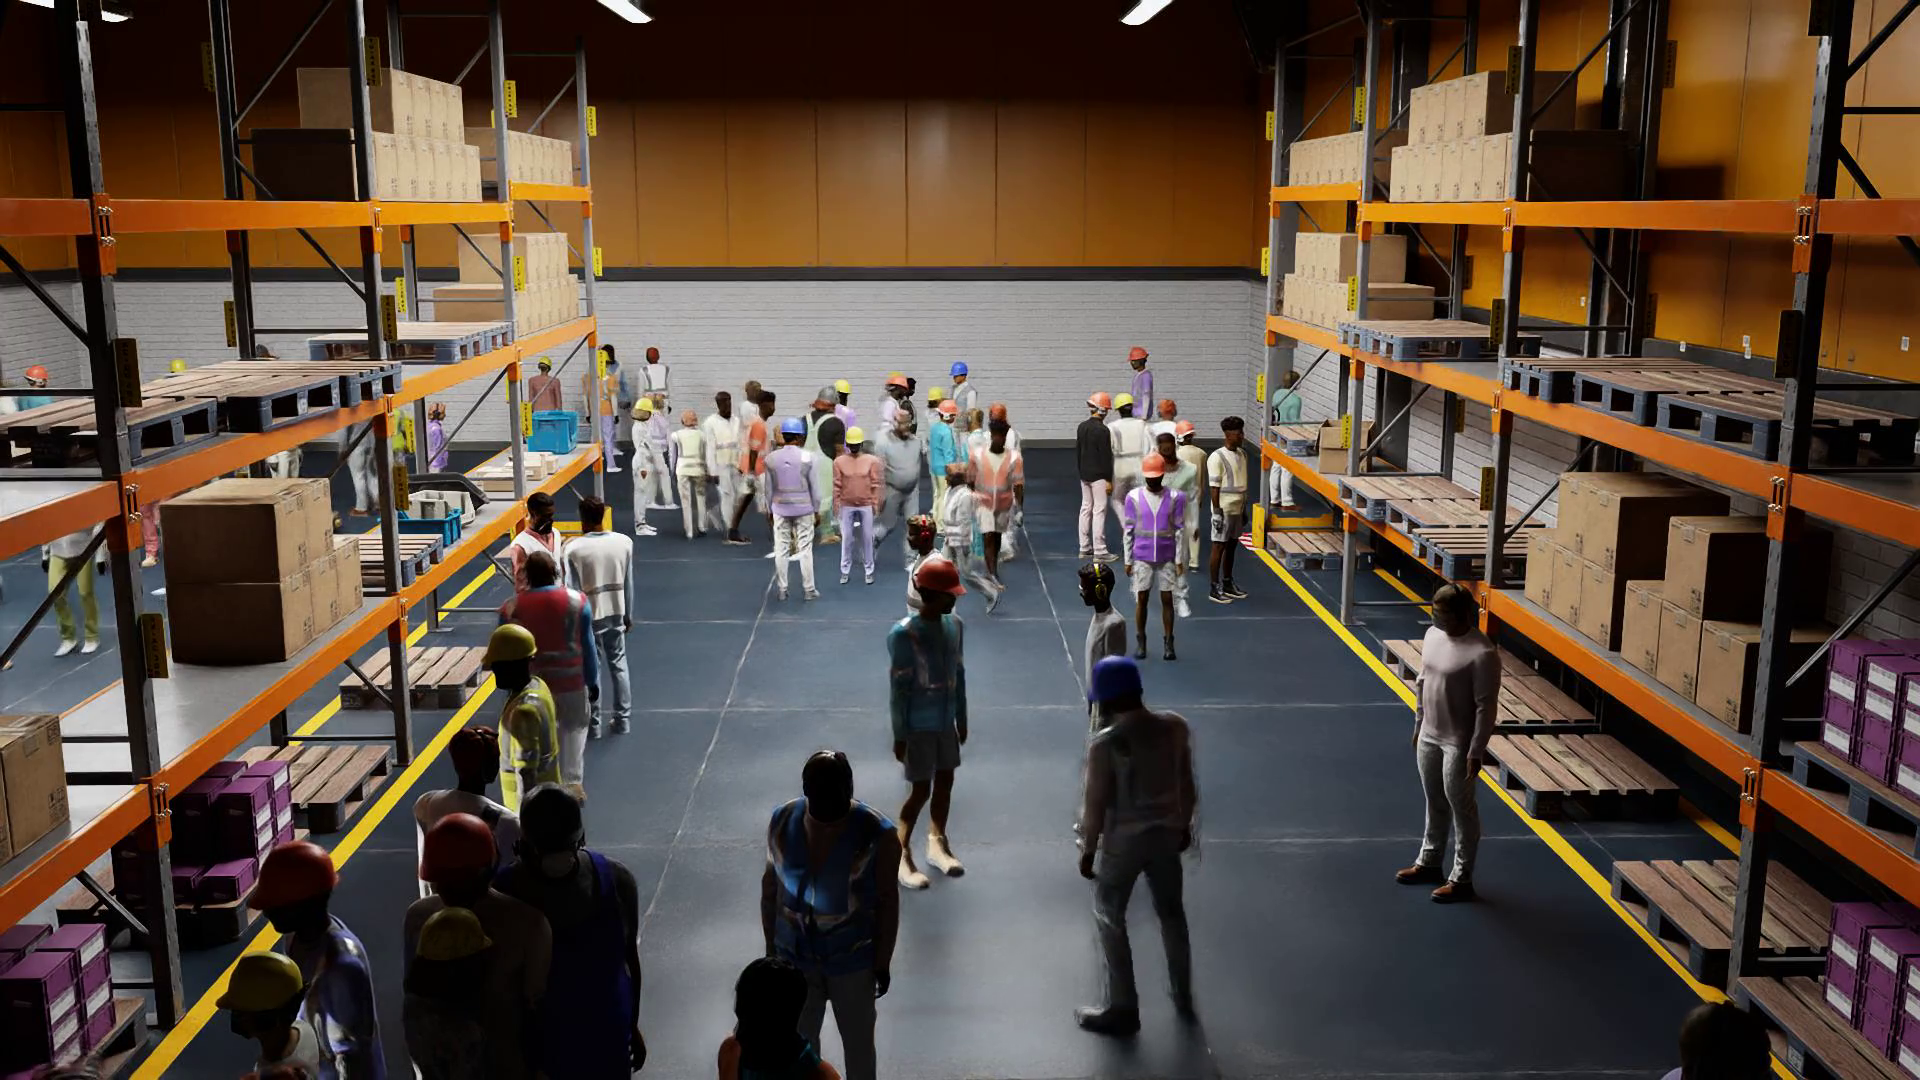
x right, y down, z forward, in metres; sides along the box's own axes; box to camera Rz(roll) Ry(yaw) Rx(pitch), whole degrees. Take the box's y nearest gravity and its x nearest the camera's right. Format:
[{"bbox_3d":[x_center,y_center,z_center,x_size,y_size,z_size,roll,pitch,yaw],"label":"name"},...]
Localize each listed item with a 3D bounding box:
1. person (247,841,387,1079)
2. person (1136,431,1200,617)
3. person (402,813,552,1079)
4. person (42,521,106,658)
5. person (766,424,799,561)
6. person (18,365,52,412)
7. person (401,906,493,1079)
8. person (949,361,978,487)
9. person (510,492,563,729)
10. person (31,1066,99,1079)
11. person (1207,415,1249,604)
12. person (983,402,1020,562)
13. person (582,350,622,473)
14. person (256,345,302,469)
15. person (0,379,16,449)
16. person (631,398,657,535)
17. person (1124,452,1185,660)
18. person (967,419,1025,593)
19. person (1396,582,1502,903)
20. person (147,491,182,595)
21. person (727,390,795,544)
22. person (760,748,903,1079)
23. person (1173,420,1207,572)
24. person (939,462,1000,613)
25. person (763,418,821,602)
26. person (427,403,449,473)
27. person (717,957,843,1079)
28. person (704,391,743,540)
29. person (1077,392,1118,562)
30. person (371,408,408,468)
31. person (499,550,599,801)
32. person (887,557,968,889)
[{"bbox_3d":[-2.279,1.988,5.984,0.425,1.924,0.558,-8,14,-36],"label":"person"},{"bbox_3d":[2.137,-0.197,17.054,0.651,1.878,0.776,0,11,0],"label":"person"},{"bbox_3d":[-1.760,1.935,6.080,0.618,1.986,0.408,3,12,14],"label":"person"},{"bbox_3d":[-8.184,0.134,15.295,0.627,1.901,0.555,-1,11,-4],"label":"person"},{"bbox_3d":[-2.054,-0.555,19.482,0.416,1.613,0.546,-5,12,-24],"label":"person"},{"bbox_3d":[-12.510,-1.378,22.654,0.614,1.993,0.395,6,13,26],"label":"person"},{"bbox_3d":[-1.747,2.114,5.813,0.322,1.737,0.487,-9,14,-37],"label":"person"},{"bbox_3d":[0.020,-1.603,23.933,0.416,1.939,0.605,-7,13,-30],"label":"person"},{"bbox_3d":[-3.328,0.556,13.194,0.408,1.907,0.598,3,12,16],"label":"person"},{"bbox_3d":[-2.448,2.290,4.557,0.687,1.877,0.531,-3,12,-16],"label":"person"},{"bbox_3d":[2.832,-0.330,17.474,0.367,1.967,0.607,9,15,39],"label":"person"},{"bbox_3d":[0.460,-0.677,19.498,0.597,1.888,0.599,-9,14,-38],"label":"person"},{"bbox_3d":[-5.597,-2.006,25.998,0.585,1.920,0.382,4,12,19],"label":"person"},{"bbox_3d":[-10.981,-2.191,26.620,0.710,2.000,1.072,6,13,29],"label":"person"},{"bbox_3d":[-12.704,-1.215,22.030,0.459,1.926,0.677,-10,15,-42],"label":"person"},{"bbox_3d":[-4.000,-0.933,21.083,0.313,1.735,0.483,-2,11,-9],"label":"person"},{"bbox_3d":[1.769,0.149,15.189,0.548,1.925,0.389,1,11,5],"label":"person"},{"bbox_3d":[0.382,-0.394,18.034,0.612,1.877,1.089,-1,11,-6],"label":"person"},{"bbox_3d":[2.925,1.193,9.925,0.370,1.934,0.627,-5,12,-22],"label":"person"},{"bbox_3d":[-8.383,-0.309,17.574,0.442,1.900,0.683,-5,12,-23],"label":"person"},{"bbox_3d":[-2.399,-0.874,20.346,1.025,1.903,0.621,-2,11,-10],"label":"person"},{"bbox_3d":[-0.570,1.786,7.182,0.626,1.842,0.429,3,12,13],"label":"person"},{"bbox_3d":[2.526,-0.483,18.810,0.570,1.741,0.352,-9,14,-38],"label":"person"},{"bbox_3d":[0.043,0.003,16.672,0.694,1.619,0.516,-6,13,-29],"label":"person"},{"bbox_3d":[-1.750,-0.312,17.454,0.602,1.938,0.401,1,11,7],"label":"person"},{"bbox_3d":[-6.749,-0.963,21.498,0.319,1.631,0.524,-5,12,-25],"label":"person"},{"bbox_3d":[-0.541,2.165,5.084,0.593,1.920,0.391,11,15,43],"label":"person"},{"bbox_3d":[-2.953,-0.918,20.644,0.601,1.885,0.613,7,13,31],"label":"person"},{"bbox_3d":[1.604,-0.738,19.470,0.390,1.986,0.609,-7,13,-30],"label":"person"},{"bbox_3d":[-7.846,-1.282,22.936,0.544,1.680,0.563,-9,14,-38],"label":"person"},{"bbox_3d":[-2.783,0.966,11.336,0.640,1.821,0.470,-1,11,-6],"label":"person"},{"bbox_3d":[-0.168,1.102,10.142,0.407,2.029,0.627,10,15,41],"label":"person"}]
